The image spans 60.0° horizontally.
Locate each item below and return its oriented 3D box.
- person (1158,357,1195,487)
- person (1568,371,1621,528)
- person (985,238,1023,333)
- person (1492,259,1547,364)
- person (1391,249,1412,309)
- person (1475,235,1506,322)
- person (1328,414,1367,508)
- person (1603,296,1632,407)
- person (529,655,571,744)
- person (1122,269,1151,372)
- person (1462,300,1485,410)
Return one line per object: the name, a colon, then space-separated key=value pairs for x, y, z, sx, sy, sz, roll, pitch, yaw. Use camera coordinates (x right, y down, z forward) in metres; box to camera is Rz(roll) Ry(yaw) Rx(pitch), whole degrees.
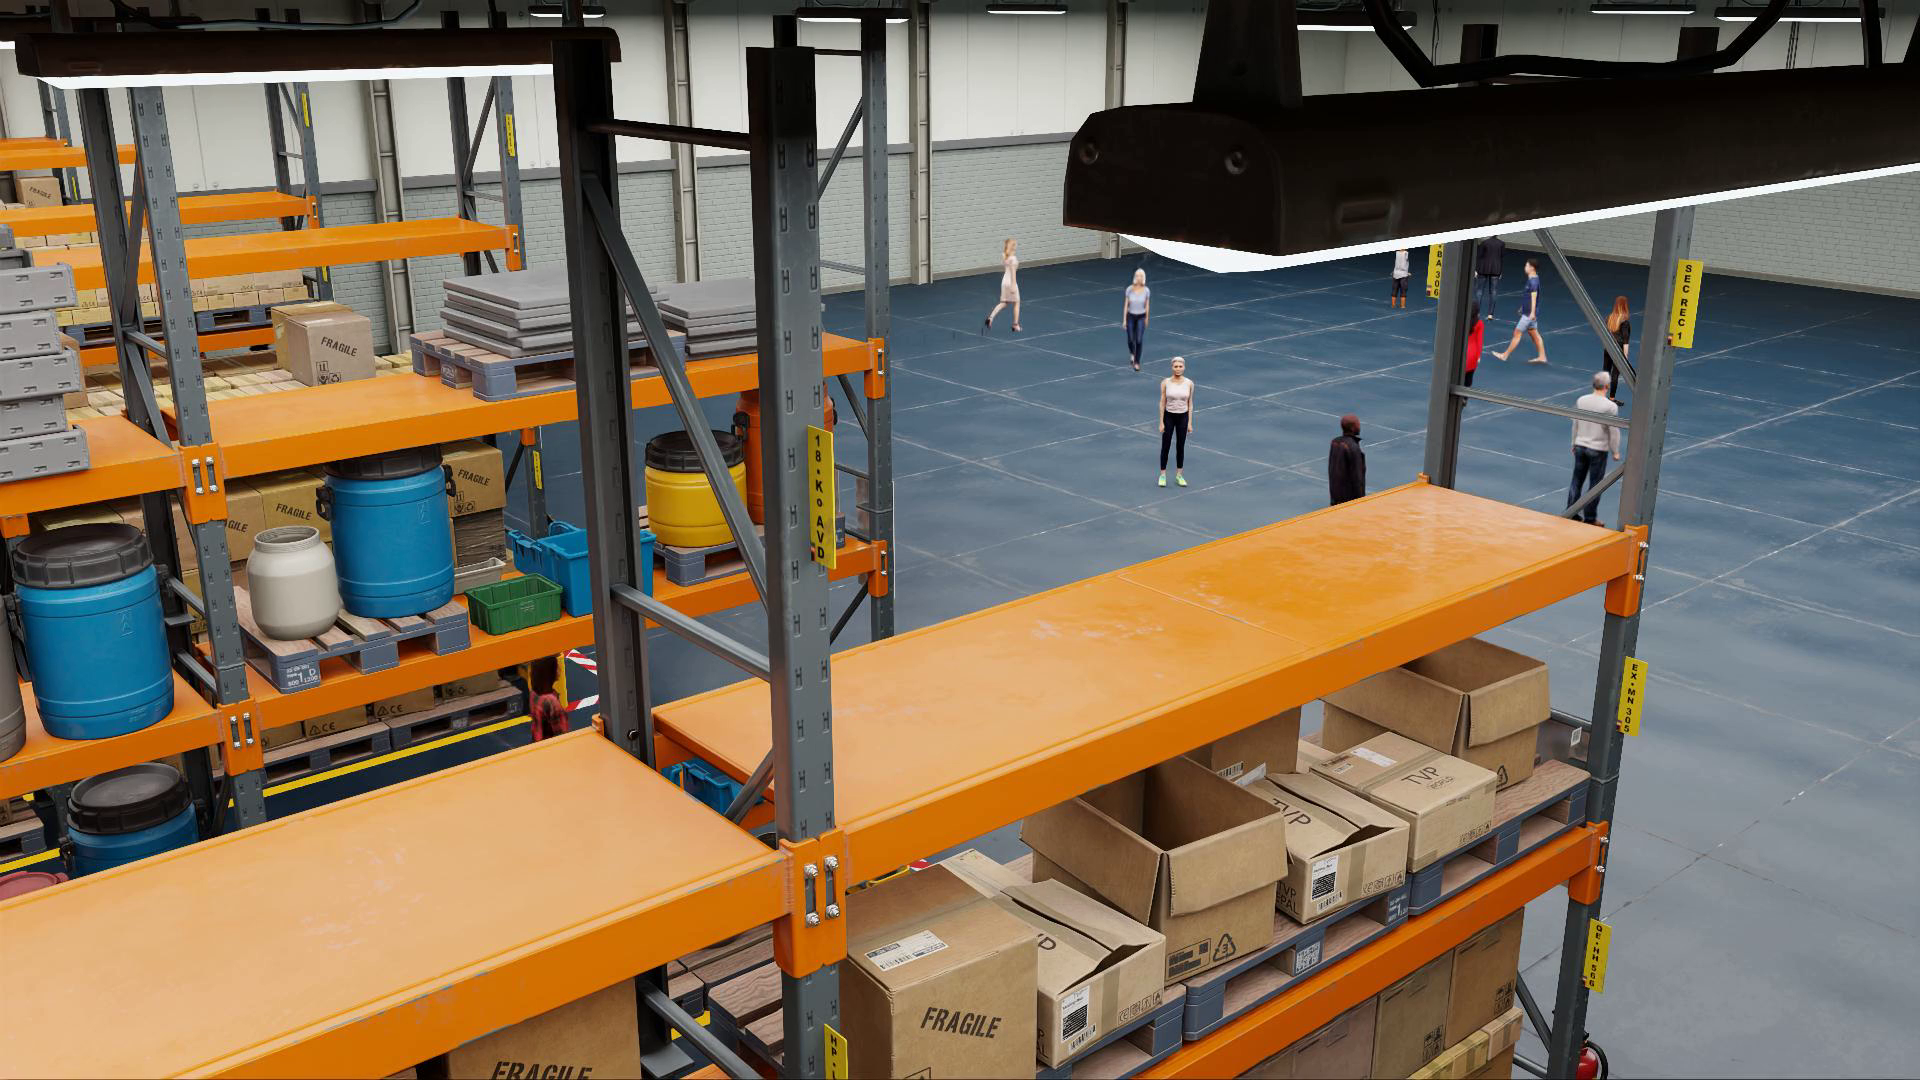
person: x=2.809 y=-1.557 z=21.708 sx=0.651 sy=1.702 sz=0.739 roll=-1 pitch=18 yaw=-3
person: x=7.549 y=-1.068 z=19.875 sx=0.667 sy=1.906 sz=0.771 roll=-12 pitch=21 yaw=-32
person: x=0.844 y=-4.793 z=31.481 sx=1.063 sy=1.803 sz=0.639 roll=-12 pitch=22 yaw=-32
person: x=9.953 y=-3.878 z=28.815 sx=1.067 sy=1.715 sz=1.169 roll=7 pitch=19 yaw=19
person: x=9.104 y=-5.537 z=34.325 sx=0.638 sy=1.456 sz=0.598 roll=11 pitch=21 yaw=30
person: x=9.415 y=-4.794 z=29.713 sx=0.822 sy=1.781 sz=0.784 roll=3 pitch=18 yaw=8
person: x=4.214 y=-0.498 z=18.254 sx=0.726 sy=1.826 sz=0.772 roll=-6 pitch=19 yaw=-19
person: x=10.228 y=-2.960 z=25.999 sx=0.604 sy=1.712 sz=0.657 roll=-8 pitch=20 yaw=-24
person: x=-3.026 y=1.634 z=11.951 sx=1.128 sy=1.675 sz=0.731 roll=-10 pitch=21 yaw=-29
person: x=3.018 y=-3.789 z=28.587 sx=1.023 sy=1.686 sz=1.159 roll=4 pitch=18 yaw=12
person: x=7.737 y=-2.788 z=25.451 sx=0.916 sy=1.725 sz=1.112 roll=7 pitch=19 yaw=21
